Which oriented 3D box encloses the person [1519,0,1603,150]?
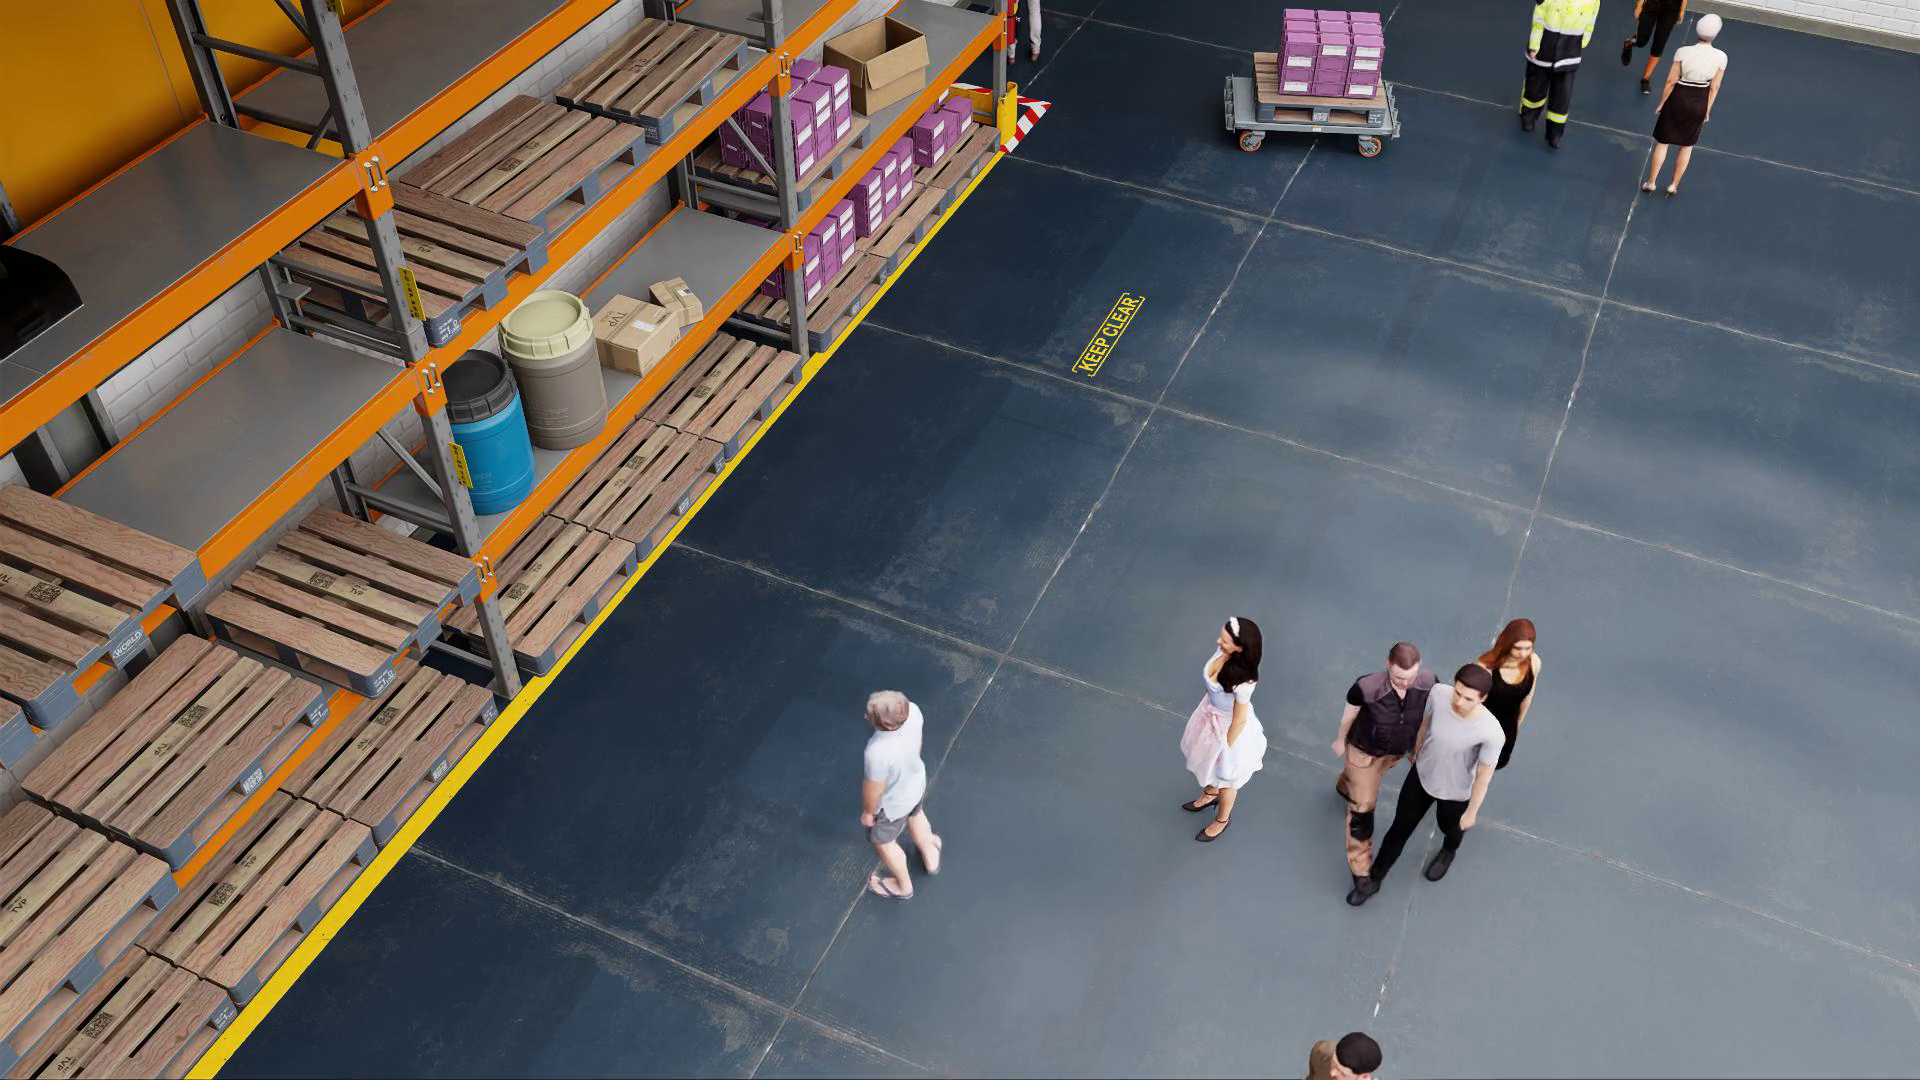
[{"bbox_3d":[5.664,-4.785,15.811,0.940,1.955,1.078,5,44,6],"label":"person"}]

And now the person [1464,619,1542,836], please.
[{"bbox_3d":[3.122,1.014,9.903,0.821,1.709,0.969,-2,44,-3],"label":"person"}]

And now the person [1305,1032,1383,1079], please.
[{"bbox_3d":[1.835,2.838,7.884,1.275,1.853,1.090,-23,48,-22],"label":"person"}]

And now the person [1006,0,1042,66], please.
[{"bbox_3d":[0.622,-5.780,16.905,0.750,1.888,0.766,-7,44,-7],"label":"person"}]

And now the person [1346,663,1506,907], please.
[{"bbox_3d":[2.809,1.350,9.463,1.188,1.830,0.977,-31,52,-29],"label":"person"}]

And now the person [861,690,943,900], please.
[{"bbox_3d":[-0.323,1.413,9.407,0.899,1.815,0.568,31,52,28],"label":"person"}]

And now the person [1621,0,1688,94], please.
[{"bbox_3d":[6.974,-5.347,16.624,0.792,1.647,0.942,1,44,1],"label":"person"}]

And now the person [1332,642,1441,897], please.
[{"bbox_3d":[2.436,1.109,9.744,1.101,1.790,1.219,-14,45,-15],"label":"person"}]

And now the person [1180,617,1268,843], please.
[{"bbox_3d":[1.545,1.102,9.731,0.913,1.818,0.843,-7,44,-8],"label":"person"}]

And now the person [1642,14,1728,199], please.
[{"bbox_3d":[6.546,-3.895,15.023,0.642,1.754,0.547,13,45,13],"label":"person"}]
